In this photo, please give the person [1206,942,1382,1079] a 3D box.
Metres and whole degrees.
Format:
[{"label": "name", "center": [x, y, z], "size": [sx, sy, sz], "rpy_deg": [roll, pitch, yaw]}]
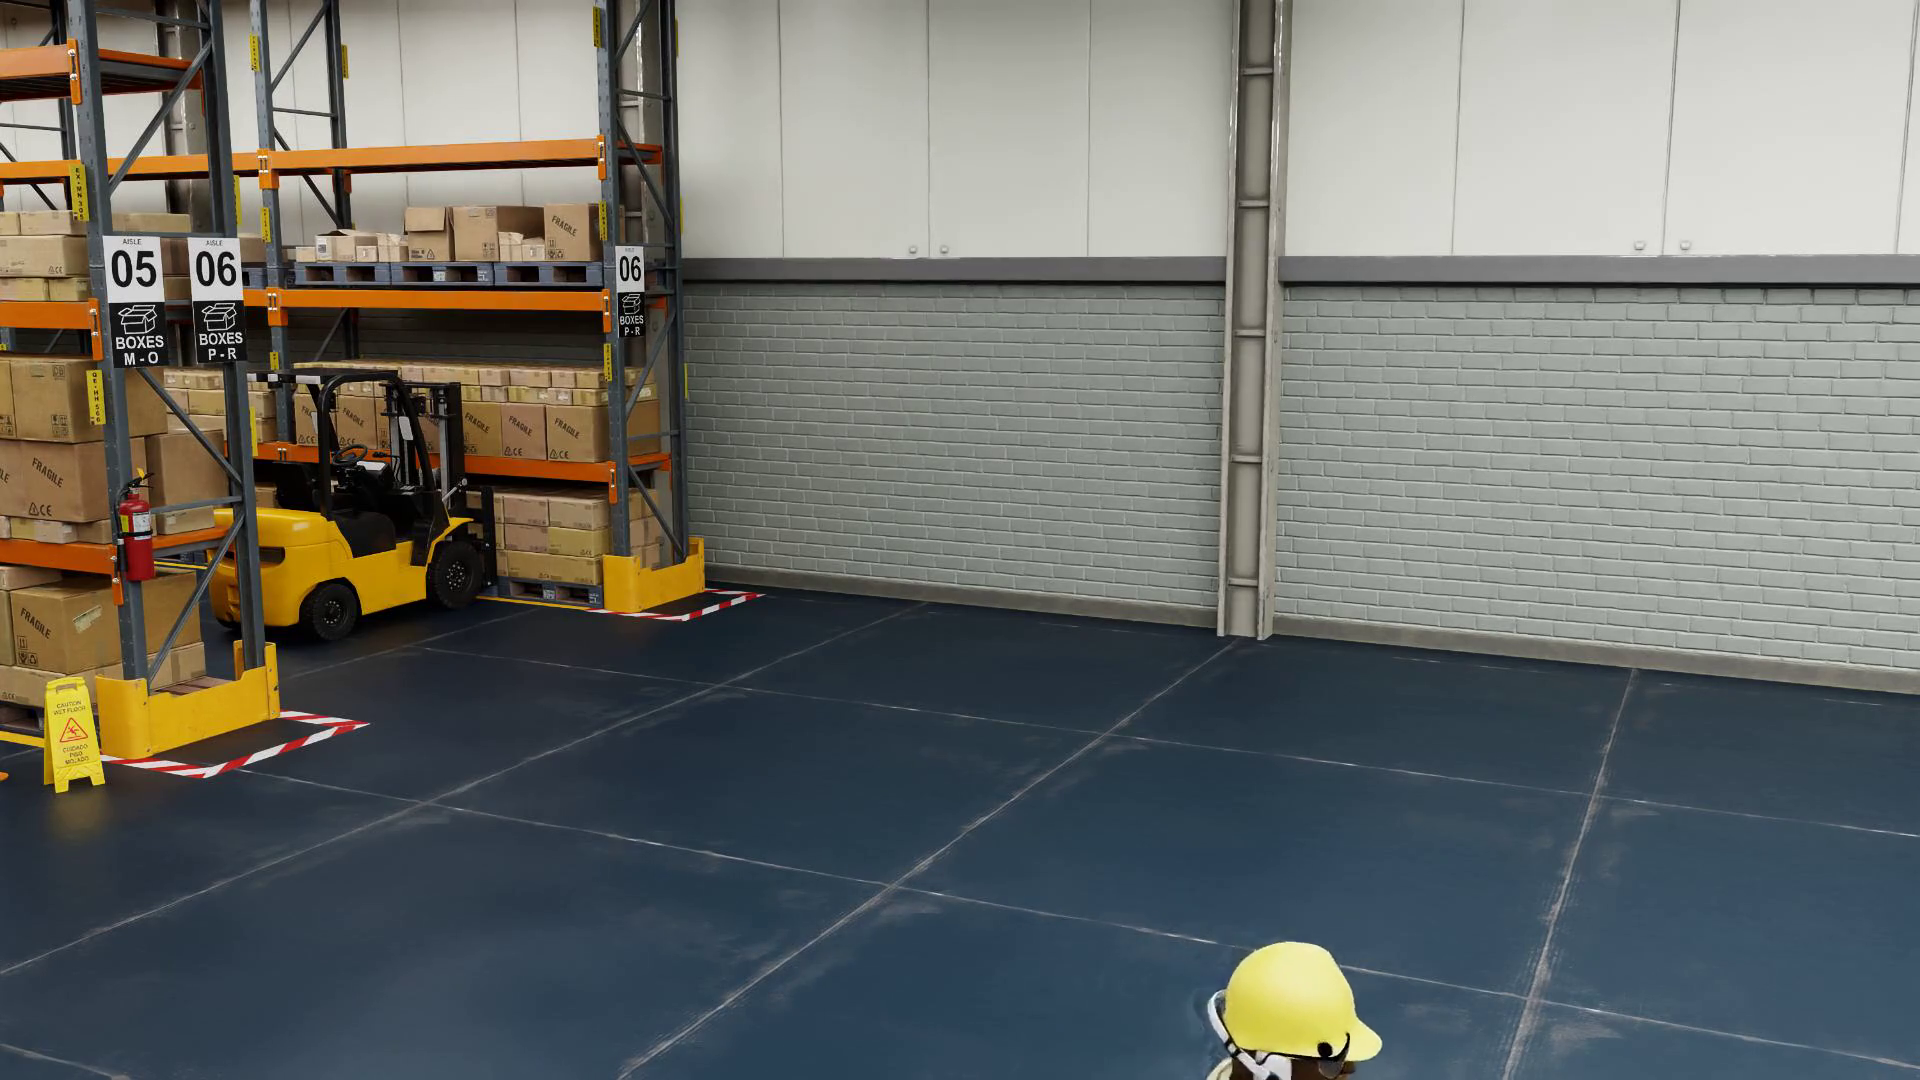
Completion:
[{"label": "person", "center": [0.669, 1.633, 3.146], "size": [0.892, 1.789, 0.625], "rpy_deg": [3, 10, 18]}]
